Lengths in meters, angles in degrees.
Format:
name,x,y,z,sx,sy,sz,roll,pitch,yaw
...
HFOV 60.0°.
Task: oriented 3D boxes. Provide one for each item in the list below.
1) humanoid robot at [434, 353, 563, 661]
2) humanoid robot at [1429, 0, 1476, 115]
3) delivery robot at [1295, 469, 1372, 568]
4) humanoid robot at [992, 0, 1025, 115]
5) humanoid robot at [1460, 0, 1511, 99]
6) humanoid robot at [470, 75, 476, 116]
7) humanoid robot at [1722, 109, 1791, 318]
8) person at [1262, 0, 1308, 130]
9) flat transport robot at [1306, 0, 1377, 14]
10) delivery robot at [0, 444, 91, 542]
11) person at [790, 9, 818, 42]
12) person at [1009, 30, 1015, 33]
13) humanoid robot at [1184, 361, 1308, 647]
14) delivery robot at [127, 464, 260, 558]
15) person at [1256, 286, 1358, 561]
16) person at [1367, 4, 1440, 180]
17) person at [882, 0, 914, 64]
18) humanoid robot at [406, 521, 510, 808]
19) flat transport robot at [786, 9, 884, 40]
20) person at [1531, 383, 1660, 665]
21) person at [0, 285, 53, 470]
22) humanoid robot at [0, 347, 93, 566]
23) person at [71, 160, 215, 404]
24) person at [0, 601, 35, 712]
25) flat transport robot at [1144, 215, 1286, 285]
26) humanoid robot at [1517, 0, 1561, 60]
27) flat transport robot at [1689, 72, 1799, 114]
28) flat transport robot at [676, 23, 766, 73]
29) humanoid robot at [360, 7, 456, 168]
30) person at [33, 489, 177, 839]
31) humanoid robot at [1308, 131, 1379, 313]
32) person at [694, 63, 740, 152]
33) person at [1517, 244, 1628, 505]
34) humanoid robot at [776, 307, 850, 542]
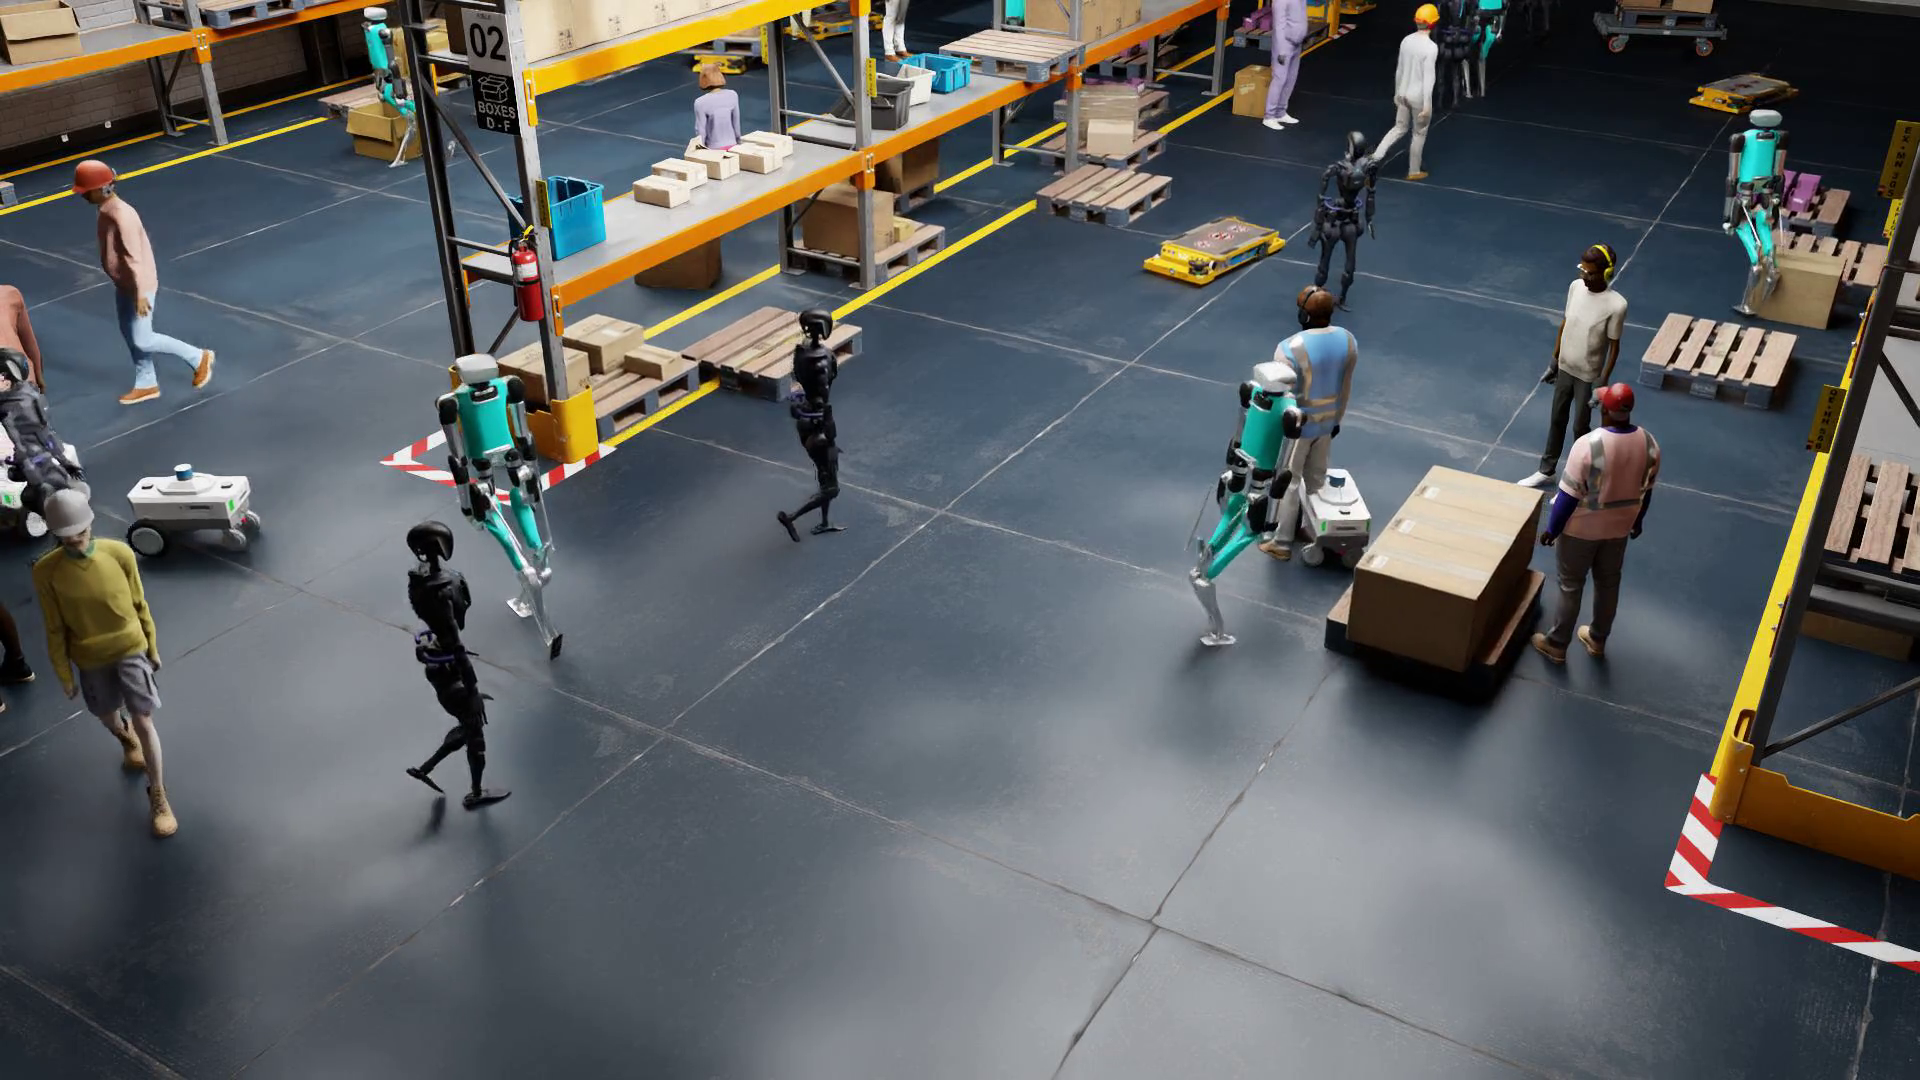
name,x,y,z,sx,sy,sz,roll,pitch,yaw
humanoid robot,-2.556,-0.150,9.736,0.546,1.761,0.975,-22,36,-33
humanoid robot,5.929,-6.008,20.149,0.605,1.644,0.312,-7,30,-12
delivery robot,2.448,-0.179,10.988,0.518,0.614,0.785,-1,29,-1
humanoid robot,0.618,-5.875,19.860,0.530,1.751,0.963,4,30,7
humanoid robot,6.494,-6.380,20.810,0.541,1.866,0.647,-3,30,-6
humanoid robot,-5.683,-5.843,19.841,0.531,1.775,1.018,23,37,35
humanoid robot,6.887,-2.700,14.303,0.543,1.839,0.814,-4,30,-7
person,3.872,-5.803,19.561,0.407,1.894,0.646,20,35,31
flat transport robot,5.647,-8.348,25.709,1.431,0.231,0.659,21,36,32
delivery robot,-6.331,-0.370,11.296,0.499,0.586,0.780,8,30,13
person,-2.230,-7.957,23.507,0.571,1.749,0.330,22,36,34
person,0.681,-8.163,23.691,0.485,1.932,0.488,-25,38,-36
humanoid robot,1.557,-0.132,9.743,0.766,1.832,0.530,-14,32,-23
delivery robot,-5.120,-0.210,11.038,0.793,0.610,0.499,-1,29,-1
person,2.200,-0.747,10.682,0.622,1.833,0.431,-17,34,-27
person,4.768,-4.726,17.669,0.737,1.877,0.563,-16,33,-26
person,-0.836,-7.442,22.414,0.369,1.936,0.628,18,34,29
humanoid robot,-2.614,0.656,8.351,0.484,1.639,0.597,-15,33,-25
flat transport robot,-1.764,-7.526,24.255,1.431,0.231,0.659,-22,36,-34
person,3.652,-0.092,9.596,0.610,1.752,0.419,-6,30,-10
person,-6.369,-1.033,11.017,0.390,1.994,0.610,18,34,28
humanoid robot,-5.652,-0.403,10.218,0.385,1.641,0.602,-5,30,-8
person,-6.258,-1.973,12.712,0.653,1.967,0.668,-24,37,-36
person,-5.592,0.052,9.143,0.379,1.957,0.598,2,30,4
flat transport robot,2.440,-2.769,15.839,0.659,0.231,1.431,24,37,36
humanoid robot,7.854,-7.355,22.523,0.601,1.644,0.353,-4,30,-7
flat transport robot,9.842,-5.596,20.841,1.431,0.231,0.659,-21,36,-32
flat transport robot,-3.124,-6.599,22.615,0.659,0.231,1.431,4,30,7
humanoid robot,-6.010,-5.005,18.332,0.916,1.787,0.546,-26,38,-38
person,-4.305,0.542,8.374,0.486,1.861,0.859,-15,33,-25
humanoid robot,3.318,-2.769,14.426,0.616,1.633,0.466,-9,31,-16
person,-2.382,-3.877,16.421,0.503,1.628,0.283,-22,36,-33
person,4.198,-1.125,11.314,0.327,1.865,0.515,-14,33,-24
humanoid robot,-0.991,-0.747,10.839,0.491,1.647,0.612,-10,31,-16
